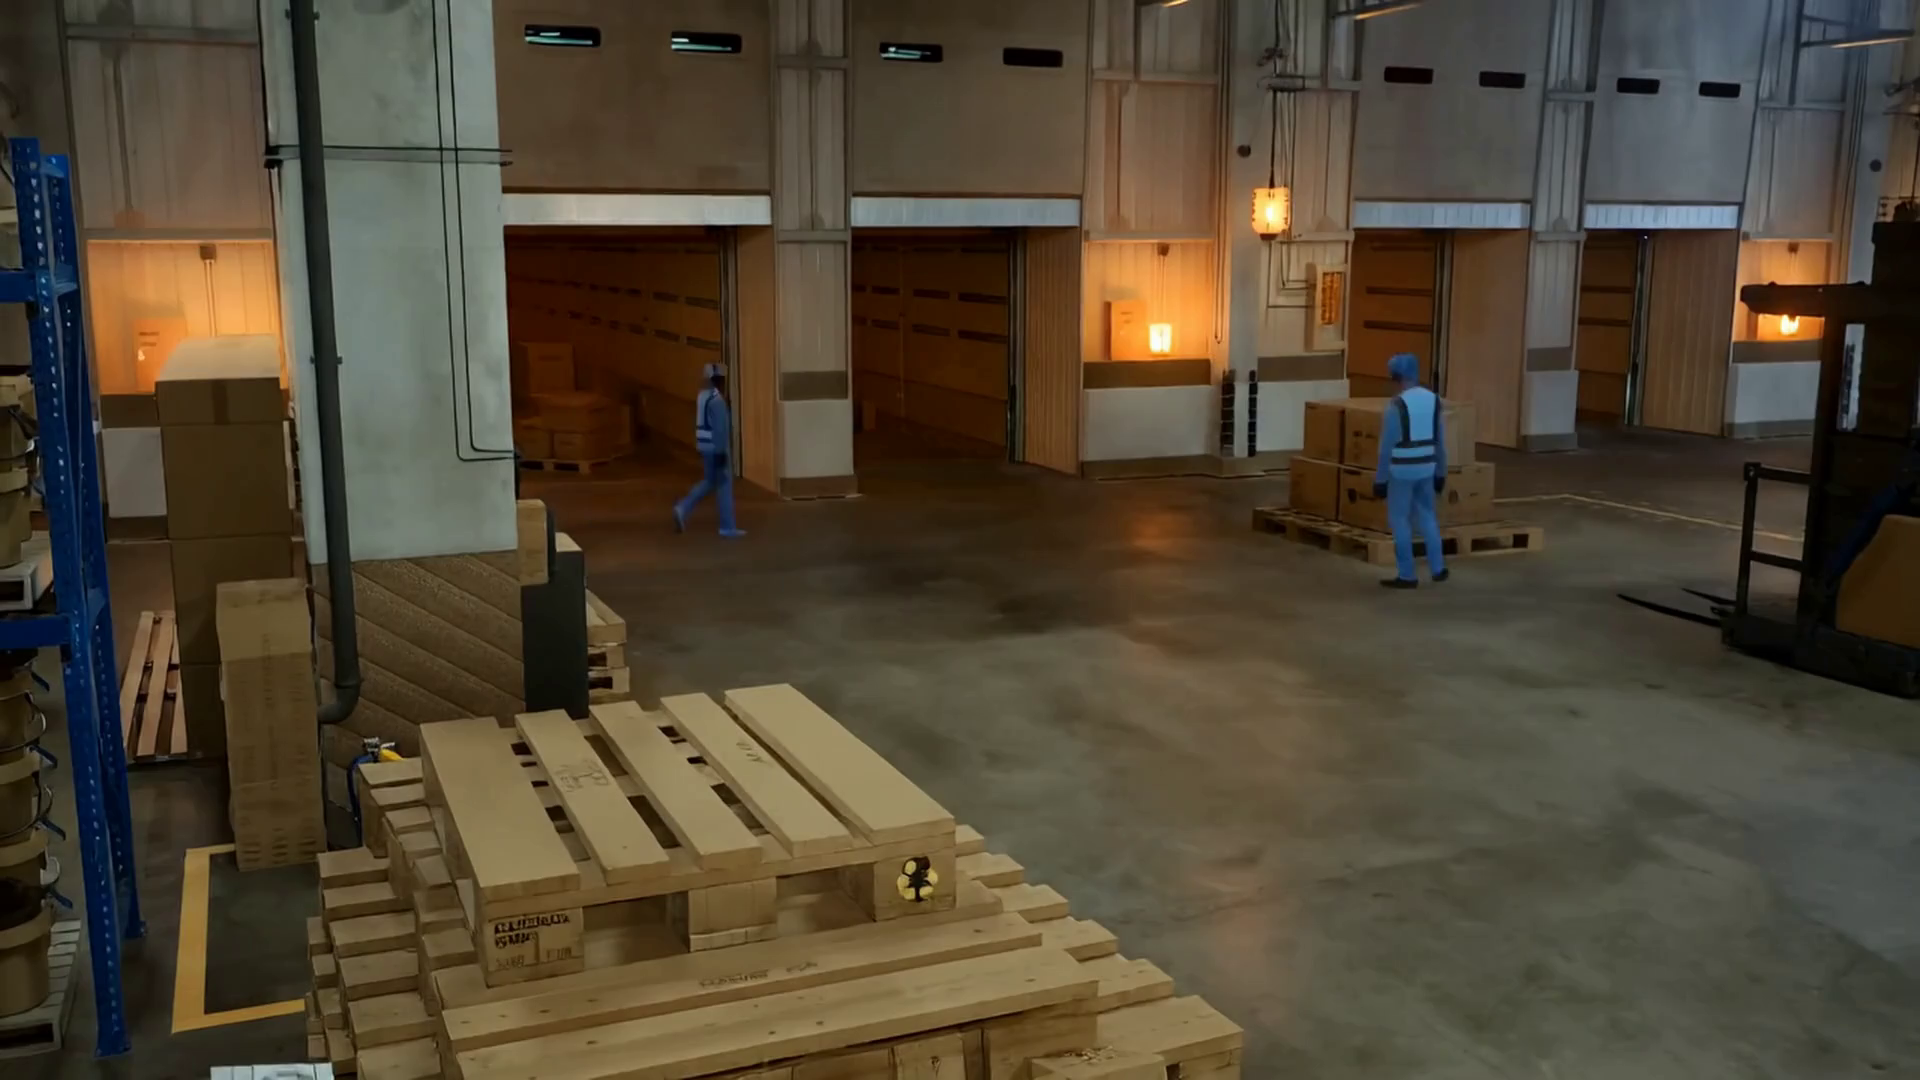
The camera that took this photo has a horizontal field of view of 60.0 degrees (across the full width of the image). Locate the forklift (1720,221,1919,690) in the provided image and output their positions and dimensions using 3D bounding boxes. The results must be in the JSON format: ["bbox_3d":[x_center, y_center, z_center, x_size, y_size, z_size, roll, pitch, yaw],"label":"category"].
[{"bbox_3d":[5.949,-0.550,10.218,1.129,2.768,1.873,-4,11,-23],"label":"forklift"}]

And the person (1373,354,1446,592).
[{"bbox_3d":[3.528,-0.522,12.899,0.784,1.854,0.388,-5,11,-26],"label":"person"}]

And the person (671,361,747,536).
[{"bbox_3d":[-2.301,-0.821,15.185,0.605,1.620,0.527,-6,12,-30],"label":"person"}]
